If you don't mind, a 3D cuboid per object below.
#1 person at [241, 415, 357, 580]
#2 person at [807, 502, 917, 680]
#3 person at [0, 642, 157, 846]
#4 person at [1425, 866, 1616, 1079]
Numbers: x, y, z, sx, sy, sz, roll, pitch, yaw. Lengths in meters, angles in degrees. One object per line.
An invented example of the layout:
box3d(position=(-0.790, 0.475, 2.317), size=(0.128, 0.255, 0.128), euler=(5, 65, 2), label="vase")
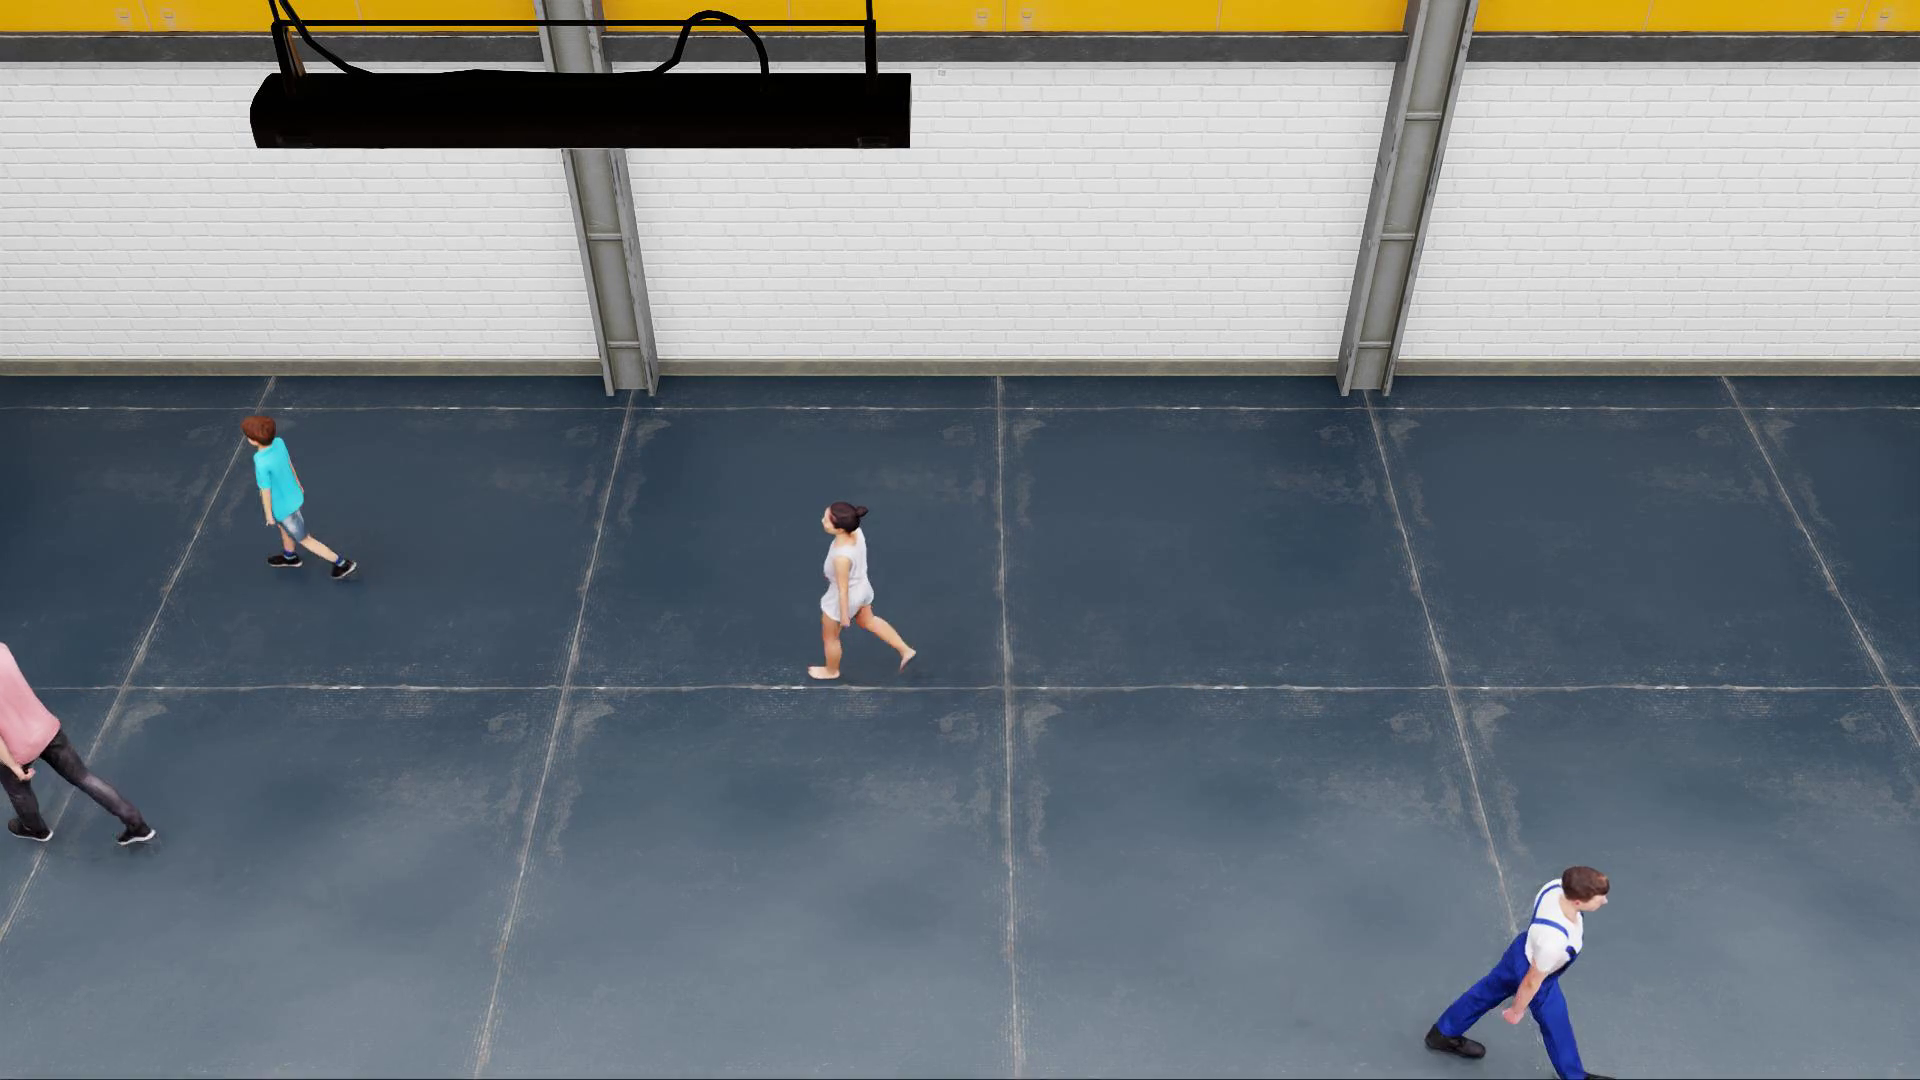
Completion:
box3d(position=(-4.646, -0.276, 11.593), size=(0.939, 1.426, 0.570), euler=(3, 44, 3), label="person")
box3d(position=(-0.654, 0.350, 10.821), size=(1.008, 1.583, 0.698), euler=(8, 44, 8), label="person")
box3d(position=(-5.361, 1.184, 9.700), size=(1.277, 1.922, 0.851), euler=(10, 45, 10), label="person")
box3d(position=(2.891, 2.245, 8.679), size=(1.330, 1.795, 0.928), euler=(13, 45, 13), label="person")
